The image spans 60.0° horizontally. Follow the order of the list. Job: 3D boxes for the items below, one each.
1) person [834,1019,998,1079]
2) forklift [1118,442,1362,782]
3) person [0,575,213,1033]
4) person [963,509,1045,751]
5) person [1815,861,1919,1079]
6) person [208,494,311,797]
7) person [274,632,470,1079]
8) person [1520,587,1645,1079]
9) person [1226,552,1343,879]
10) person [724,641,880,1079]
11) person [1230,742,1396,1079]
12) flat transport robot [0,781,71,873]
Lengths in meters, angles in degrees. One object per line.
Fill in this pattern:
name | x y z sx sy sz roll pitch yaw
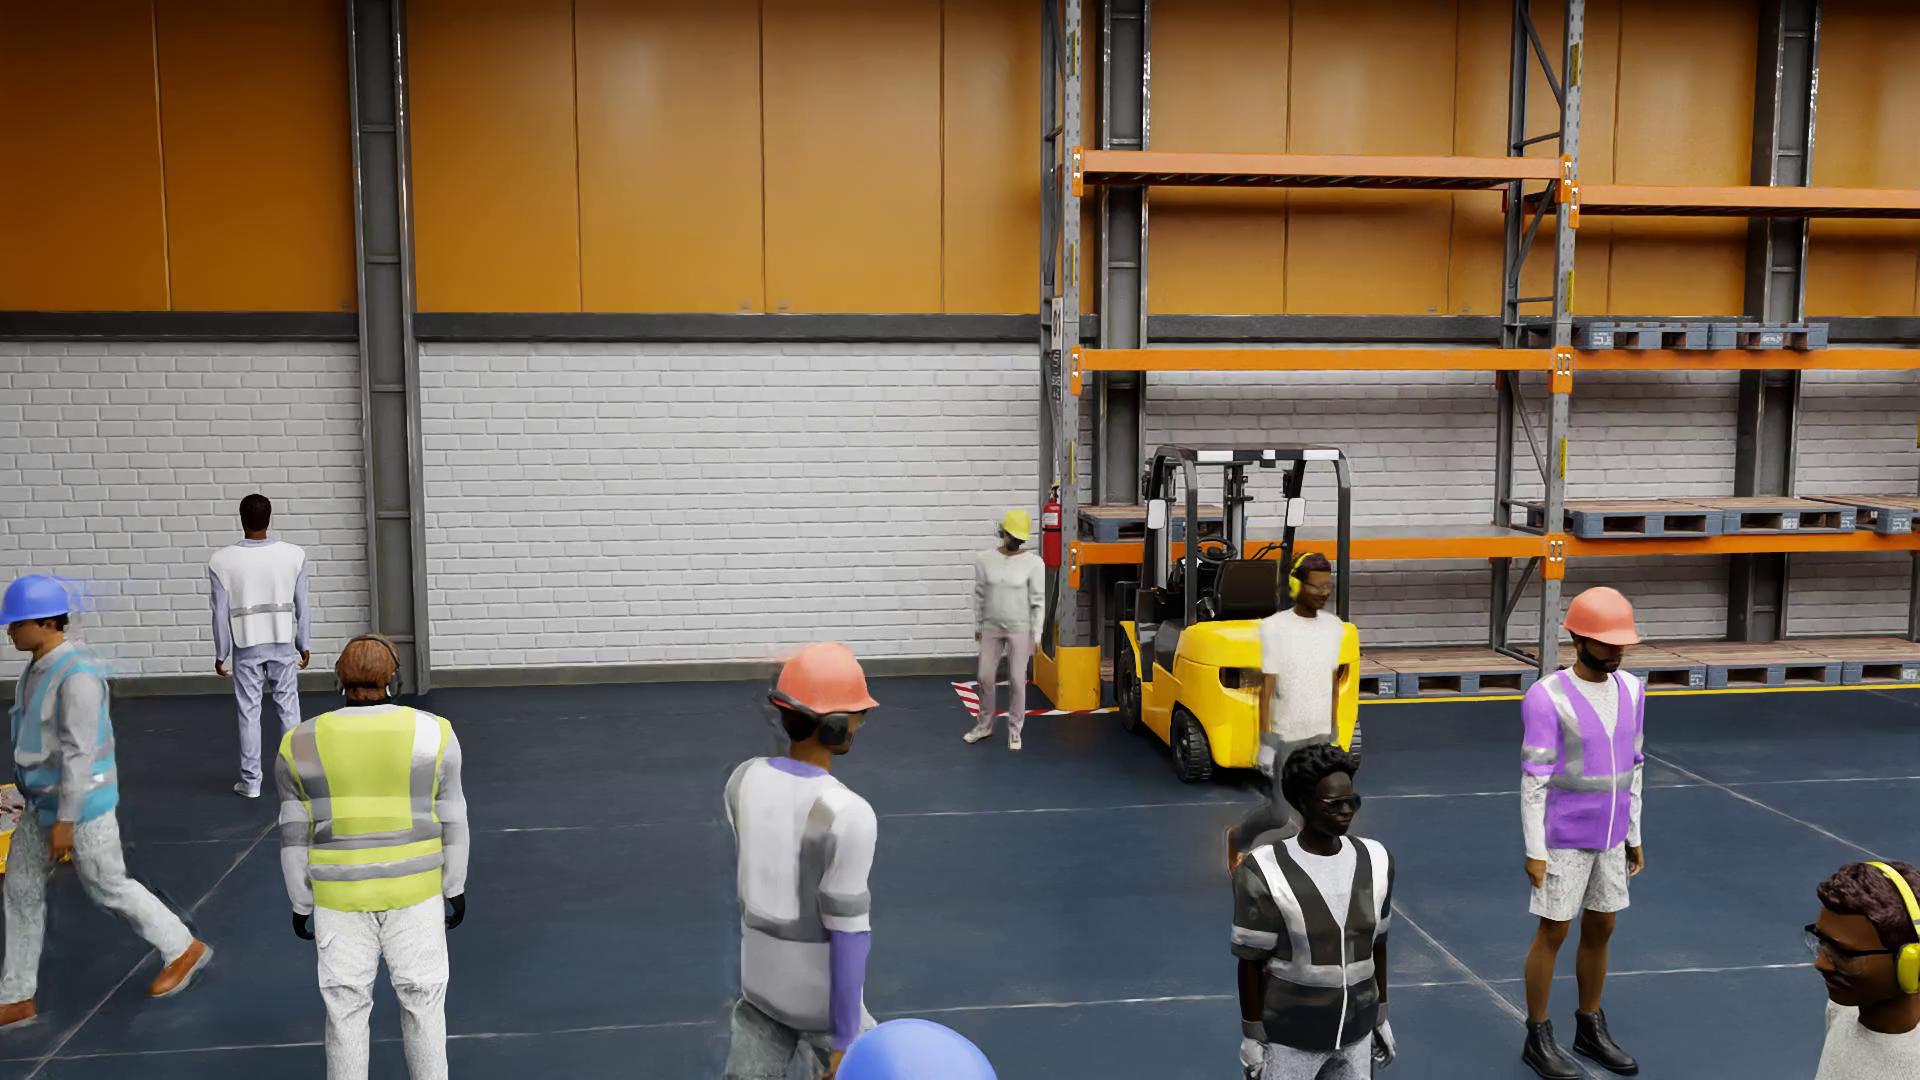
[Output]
person | -0.017 1.600 2.271 0.415 1.940 0.605 5 8 38
forklift | 1.912 0.418 11.496 1.214 2.155 2.313 -1 7 -8
person | -3.689 1.074 7.002 0.593 1.912 0.942 5 8 38
person | 0.334 0.632 11.647 0.571 1.723 0.447 2 7 20
person | 1.766 1.528 3.247 0.334 1.860 0.509 0 7 3
person | -4.412 0.666 10.521 0.593 1.919 0.392 -4 8 -33
person | -2.046 1.238 5.850 0.626 1.844 0.429 -2 7 -17
person | 2.421 1.132 6.411 0.545 1.929 0.390 -3 7 -22
person | 1.644 0.962 8.319 0.518 1.845 0.717 -3 7 -23
person | -0.463 1.284 4.815 0.630 1.999 1.045 6 9 40
person | 1.034 1.422 4.854 0.537 1.700 0.318 -2 7 -20
flat transport robot | -5.408 1.605 9.441 1.431 0.197 0.652 6 9 42
